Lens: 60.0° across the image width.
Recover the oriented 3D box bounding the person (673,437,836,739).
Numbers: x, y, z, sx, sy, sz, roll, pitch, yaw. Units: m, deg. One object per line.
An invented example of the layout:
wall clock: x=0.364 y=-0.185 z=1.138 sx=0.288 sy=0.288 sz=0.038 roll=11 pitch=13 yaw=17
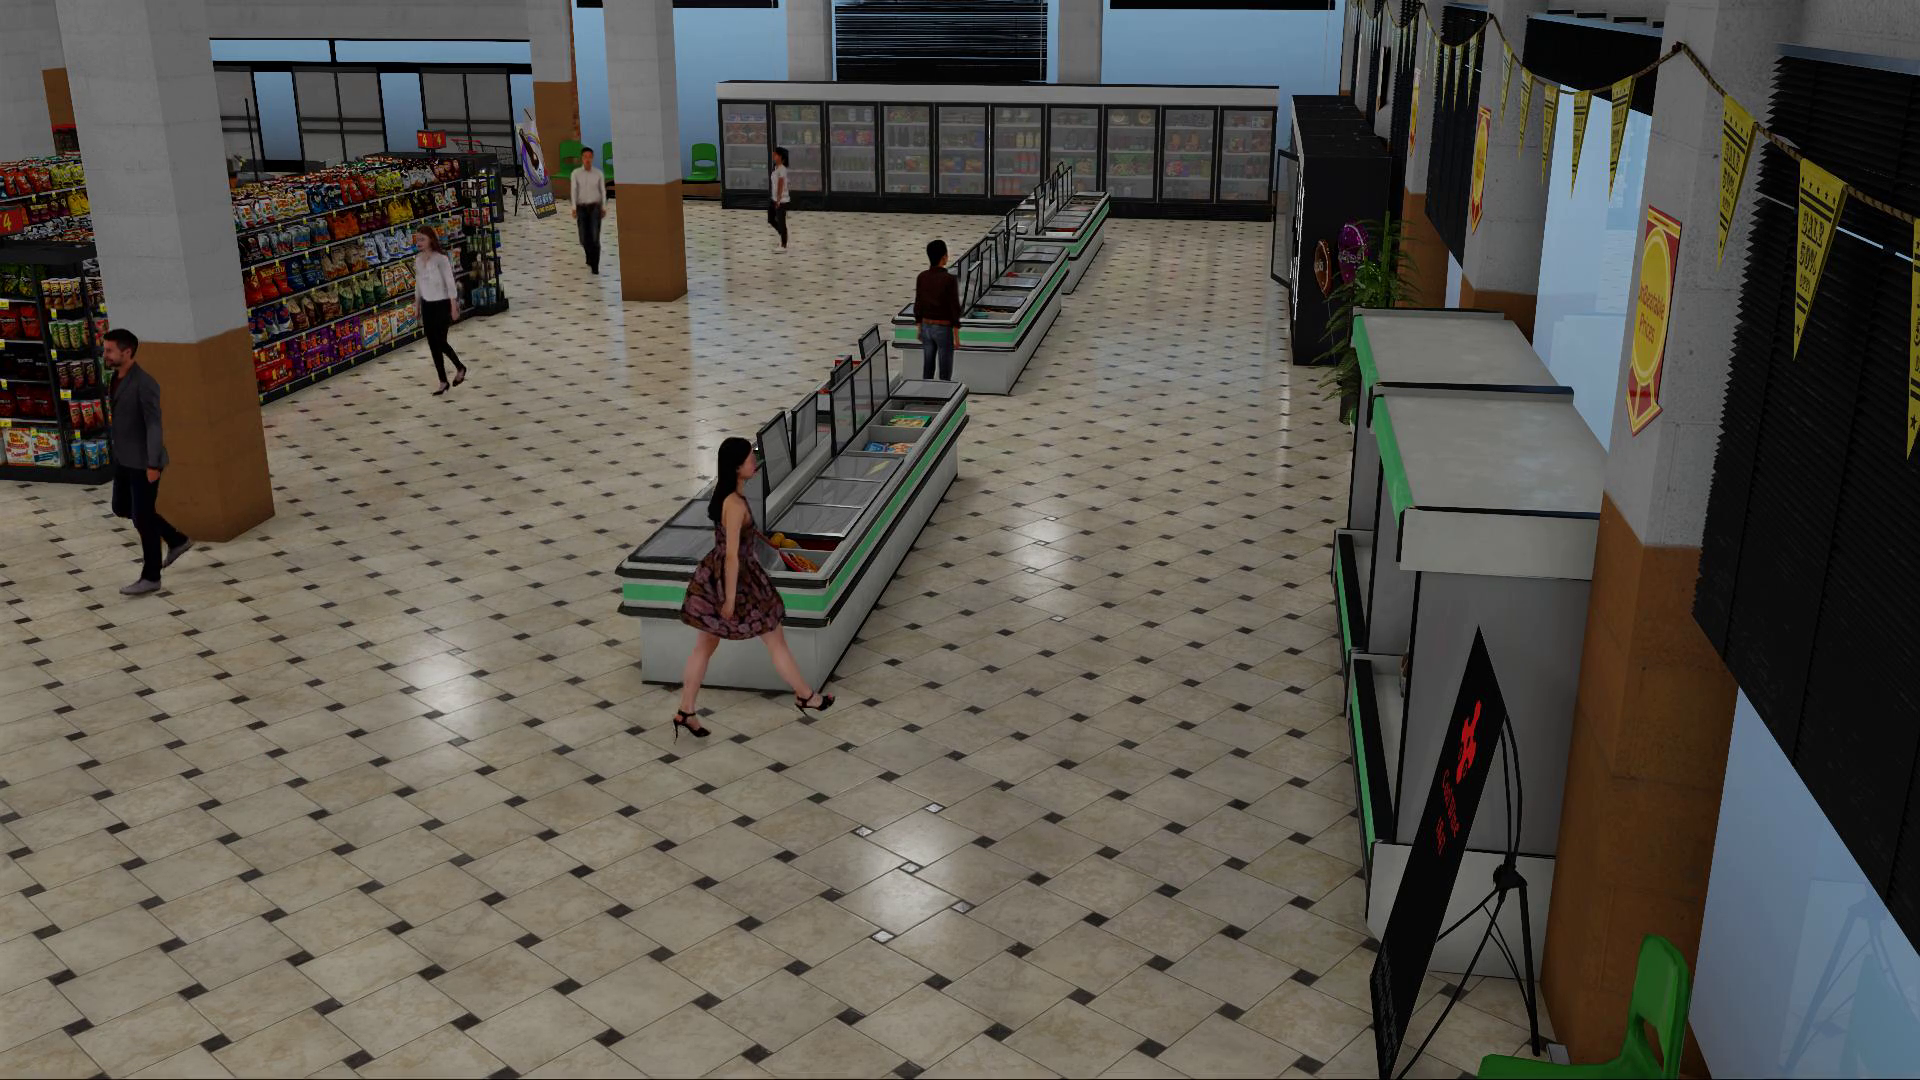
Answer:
person: x=-1.343 y=0.320 z=9.207 sx=1.108 sy=1.716 sz=1.178 roll=-8 pitch=20 yaw=-22

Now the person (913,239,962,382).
person: x=-0.221 y=-1.986 z=15.943 sx=0.706 sy=1.781 sz=0.656 roll=11 pitch=22 yaw=30

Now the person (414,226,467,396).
person: x=-5.324 y=-2.362 z=17.118 sx=0.738 sy=1.744 sz=0.781 roll=11 pitch=21 yaw=29

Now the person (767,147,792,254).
person: x=-2.740 y=-5.323 z=26.072 sx=0.754 sy=1.633 sz=0.687 roll=-8 pitch=20 yaw=-22

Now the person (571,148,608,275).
person: x=-5.422 y=-4.813 z=24.307 sx=0.862 sy=1.795 sz=1.075 roll=-3 pitch=19 yaw=-10

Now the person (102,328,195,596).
person: x=-5.705 y=-0.578 z=11.643 sx=0.952 sy=1.861 sz=1.041 roll=15 pitch=24 yaw=38
